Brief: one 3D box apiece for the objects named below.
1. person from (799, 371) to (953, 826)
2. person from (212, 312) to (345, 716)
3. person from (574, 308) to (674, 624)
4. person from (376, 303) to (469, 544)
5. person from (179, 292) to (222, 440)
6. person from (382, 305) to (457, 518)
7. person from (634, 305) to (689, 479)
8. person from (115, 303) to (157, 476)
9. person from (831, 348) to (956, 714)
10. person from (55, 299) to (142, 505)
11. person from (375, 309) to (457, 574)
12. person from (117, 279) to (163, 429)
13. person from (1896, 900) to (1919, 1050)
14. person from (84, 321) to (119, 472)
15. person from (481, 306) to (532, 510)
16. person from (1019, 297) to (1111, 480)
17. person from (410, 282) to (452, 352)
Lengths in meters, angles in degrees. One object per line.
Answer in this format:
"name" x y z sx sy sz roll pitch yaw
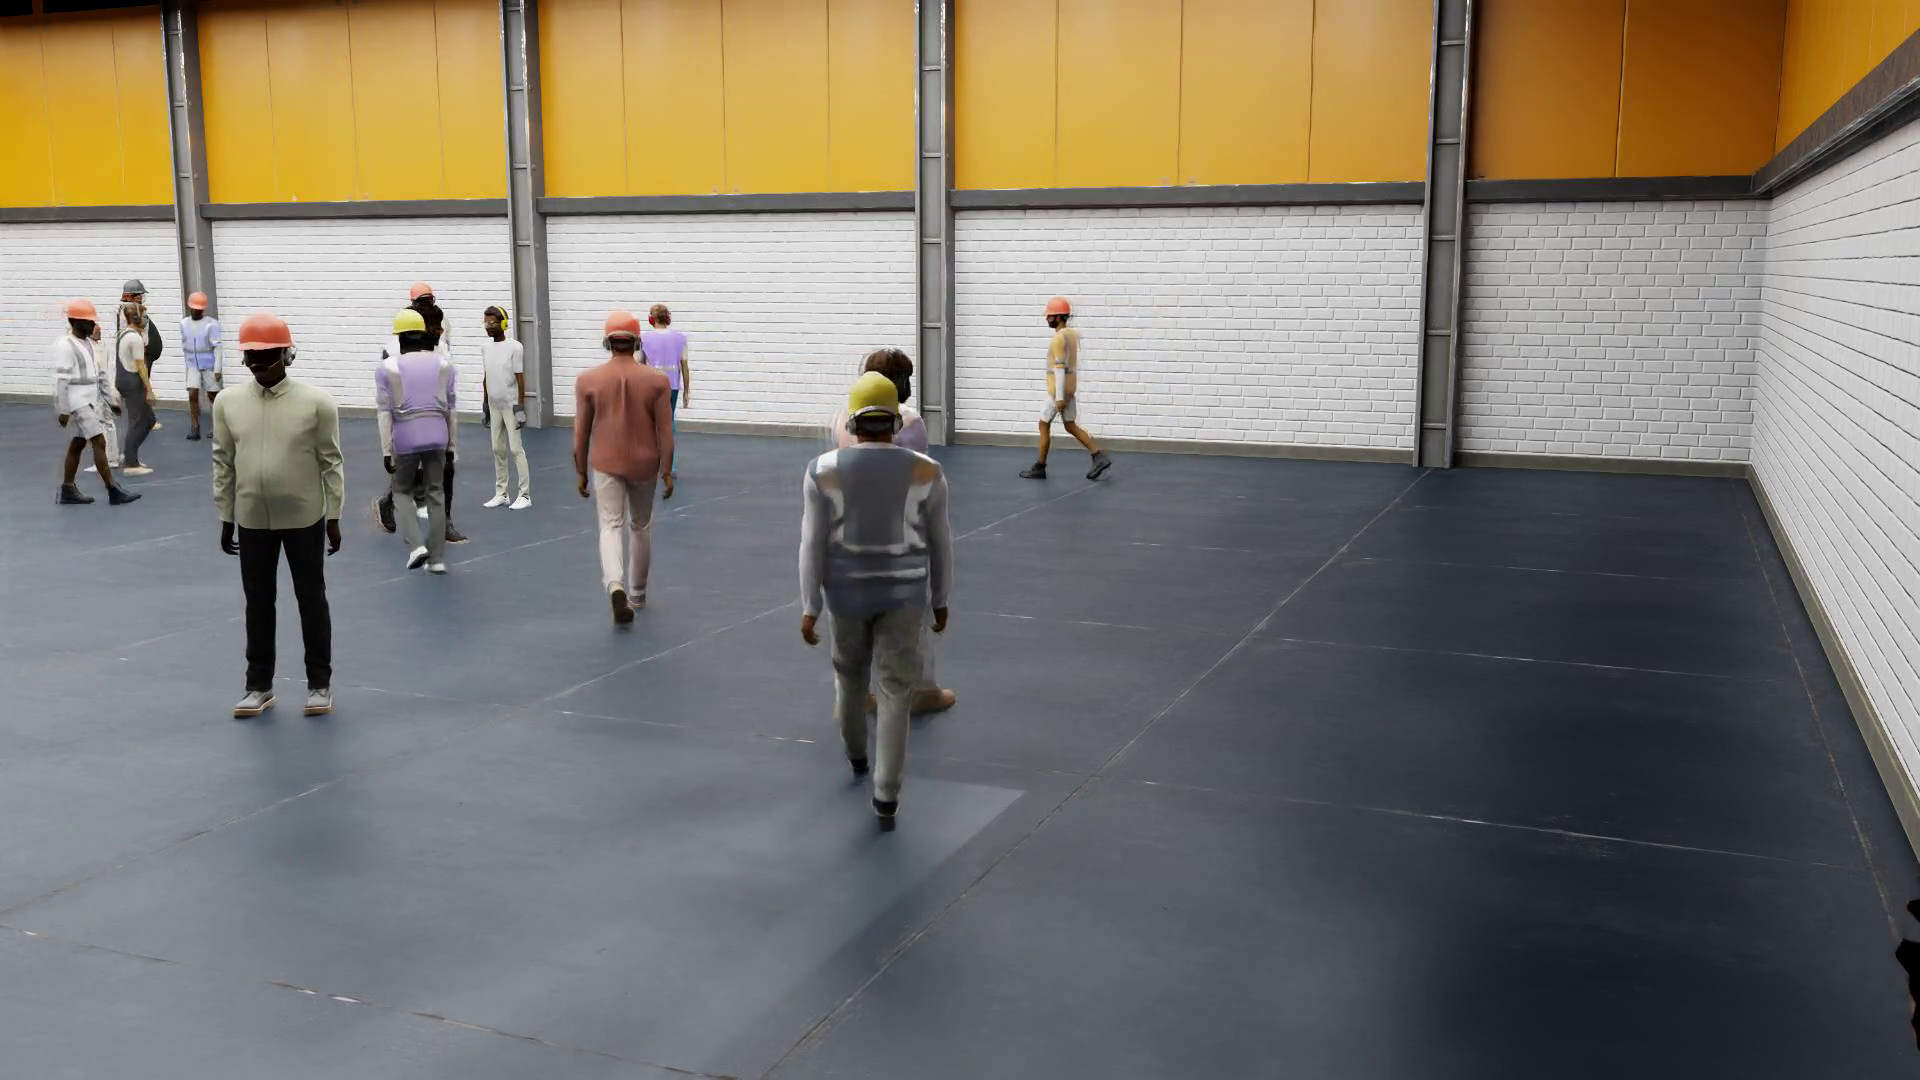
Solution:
"person" -0.344 0.203 6.859 0.621 1.785 0.933 -1 9 -3
"person" -3.349 -0.116 8.185 0.612 1.994 0.395 -1 9 -5
"person" -2.105 -0.470 10.443 0.620 1.967 0.951 -2 10 -12
"person" -4.333 -0.928 13.298 0.772 1.935 0.634 5 11 27
"person" -9.639 -2.205 21.153 0.561 1.883 0.831 0 9 1
"person" -4.873 -1.167 14.920 0.602 1.891 0.885 -8 12 -39
"person" -3.188 -1.567 17.536 0.589 1.799 0.929 -6 11 -31
"person" -8.751 -1.590 17.634 0.450 1.830 0.501 -6 11 -34
"person" -0.301 -0.033 8.209 0.725 1.815 0.668 -9 13 -44
"person" -8.007 -1.266 15.414 0.887 1.896 0.570 -1 9 -6
"person" -3.898 -0.700 11.982 0.591 1.907 0.453 -6 11 -32
"person" -11.154 -2.528 22.658 0.536 2.000 0.672 -7 11 -35
"person" 0.629 1.106 1.048 0.655 1.906 0.407 1 9 4
"person" -9.339 -1.555 17.981 0.310 1.639 0.521 0 9 -2
"person" -4.170 -1.202 15.198 0.506 1.861 0.327 5 11 28
"person" 1.099 -1.559 17.191 0.927 1.908 0.549 4 10 21
"person" -5.852 -1.803 18.280 0.395 2.039 0.606 5 11 27
